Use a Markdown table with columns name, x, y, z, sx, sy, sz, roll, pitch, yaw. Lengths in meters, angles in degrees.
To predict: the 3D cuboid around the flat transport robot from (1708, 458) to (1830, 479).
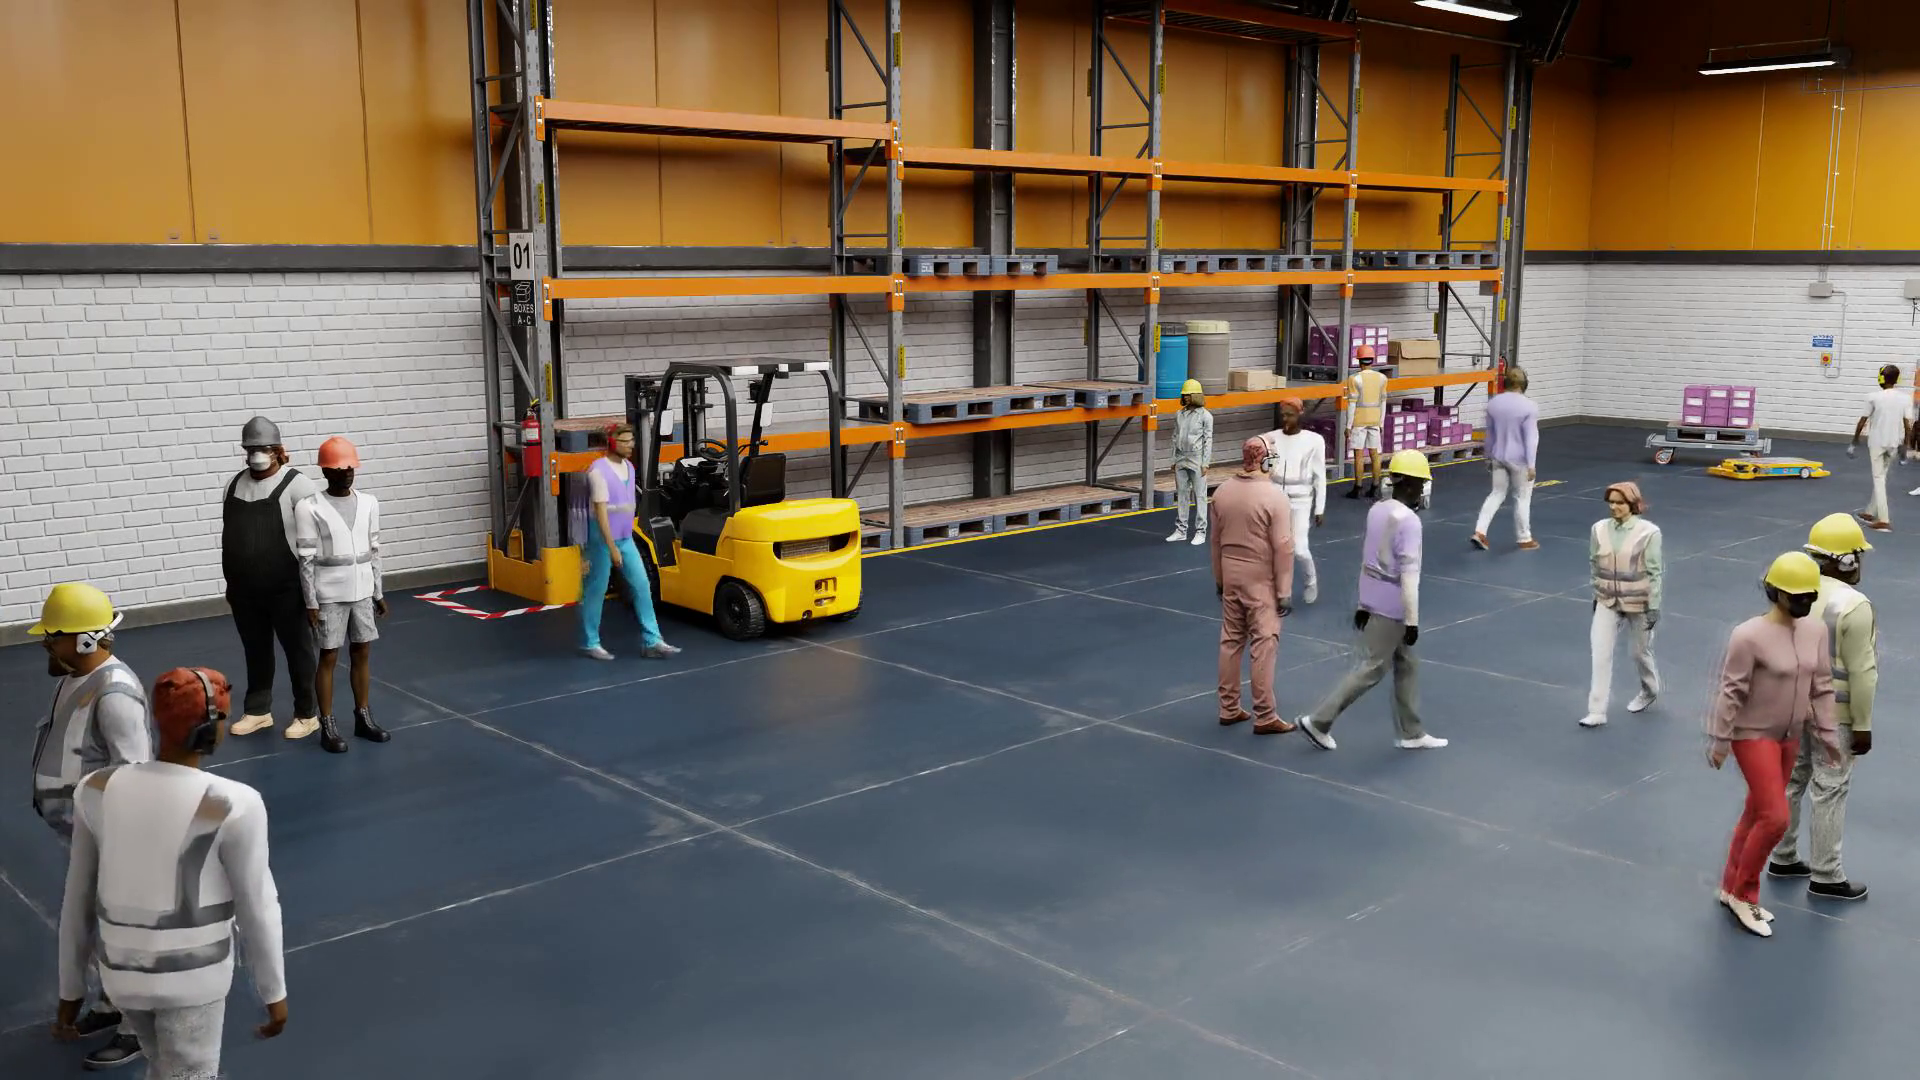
| name | x | y | z | sx | sy | sz | roll | pitch | yaw |
| --- | --- | --- | --- | --- | --- | --- | --- | --- | --- |
| flat transport robot | 11.132 | -0.995 | 22.878 | 1.431 | 0.197 | 0.652 | -2 | 10 | -13 |

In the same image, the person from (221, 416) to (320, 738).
| name | x | y | z | sx | sy | sz | roll | pitch | yaw |
| --- | --- | --- | --- | --- | --- | --- | --- | --- | --- |
| person | -4.370 | 0.240 | 10.471 | 0.688 | 2.000 | 0.539 | 2 | 10 | 13 |

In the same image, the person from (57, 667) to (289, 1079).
| name | x | y | z | sx | sy | sz | roll | pitch | yaw |
| --- | --- | --- | --- | --- | --- | --- | --- | --- | --- |
| person | -2.294 | 1.298 | 4.852 | 0.622 | 1.843 | 0.521 | 2 | 10 | 11 |

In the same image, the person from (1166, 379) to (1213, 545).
| name | x | y | z | sx | sy | sz | roll | pitch | yaw |
| --- | --- | --- | --- | --- | --- | --- | --- | --- | --- |
| person | 2.432 | -0.825 | 17.580 | 0.487 | 1.744 | 0.294 | 9 | 13 | 42 |

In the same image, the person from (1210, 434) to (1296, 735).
| name | x | y | z | sx | sy | sz | roll | pitch | yaw |
| --- | --- | --- | --- | --- | --- | --- | --- | --- | --- |
| person | 1.894 | 0.279 | 10.636 | 0.400 | 1.910 | 0.643 | -7 | 12 | -35 |

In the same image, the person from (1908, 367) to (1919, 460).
| name | x | y | z | sx | sy | sz | roll | pitch | yaw |
| --- | --- | --- | --- | --- | --- | --- | --- | --- | --- |
| person | 14.409 | -2.038 | 24.816 | 0.316 | 1.695 | 0.540 | 1 | 10 | 7 |

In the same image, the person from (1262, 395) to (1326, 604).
| name | x | y | z | sx | sy | sz | roll | pitch | yaw |
| --- | --- | --- | --- | --- | --- | --- | --- | --- | --- |
| person | 2.823 | -0.299 | 14.124 | 0.580 | 1.873 | 0.516 | 6 | 11 | 31 |

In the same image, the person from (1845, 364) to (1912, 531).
| name | x | y | z | sx | sy | sz | roll | pitch | yaw |
| --- | --- | --- | --- | --- | --- | --- | --- | --- | --- |
| person | 10.252 | -1.042 | 18.612 | 0.537 | 1.831 | 0.907 | 0 | 10 | -2 |

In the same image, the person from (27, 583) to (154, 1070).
| name | x | y | z | sx | sy | sz | roll | pitch | yaw |
| --- | --- | --- | --- | --- | --- | --- | --- | --- | --- |
| person | -3.258 | 1.061 | 6.277 | 0.404 | 1.831 | 0.600 | -9 | 13 | -42 |

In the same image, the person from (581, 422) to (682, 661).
| name | x | y | z | sx | sy | sz | roll | pitch | yaw |
| --- | --- | --- | --- | --- | --- | --- | --- | --- | --- |
| person | -2.485 | 0.029 | 12.383 | 0.880 | 1.808 | 0.576 | 4 | 10 | 22 |

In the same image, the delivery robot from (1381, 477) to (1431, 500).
| name | x | y | z | sx | sy | sz | roll | pitch | yaw |
| --- | --- | --- | --- | --- | --- | --- | --- | --- | --- |
| delivery robot | 5.319 | -0.660 | 19.813 | 0.477 | 0.478 | 0.707 | 8 | 13 | 41 |

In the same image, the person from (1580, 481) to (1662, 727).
| name | x | y | z | sx | sy | sz | roll | pitch | yaw |
| --- | --- | --- | --- | --- | --- | --- | --- | --- | --- |
| person | 4.353 | 0.403 | 10.820 | 0.775 | 1.604 | 0.532 | -8 | 13 | -40 |

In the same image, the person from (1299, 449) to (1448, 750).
| name | x | y | z | sx | sy | sz | roll | pitch | yaw |
| --- | --- | --- | --- | --- | --- | --- | --- | --- | --- |
| person | 2.540 | 0.384 | 10.127 | 0.903 | 1.883 | 0.616 | -1 | 10 | -4 |

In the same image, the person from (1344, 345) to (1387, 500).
| name | x | y | z | sx | sy | sz | roll | pitch | yaw |
| --- | --- | --- | --- | --- | --- | --- | --- | --- | --- |
| person | 5.053 | -1.472 | 20.806 | 0.548 | 1.934 | 0.375 | -3 | 10 | -16 |

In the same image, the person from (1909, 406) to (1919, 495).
| name | x | y | z | sx | sy | sz | roll | pitch | yaw |
| --- | --- | --- | --- | --- | --- | --- | --- | --- | --- |
| person | 12.364 | -1.490 | 20.952 | 0.392 | 1.922 | 0.593 | -5 | 11 | -25 |

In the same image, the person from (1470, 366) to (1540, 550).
| name | x | y | z | sx | sy | sz | roll | pitch | yaw |
| --- | --- | --- | --- | --- | --- | --- | --- | --- | --- |
| person | 5.647 | -0.822 | 17.076 | 0.708 | 1.933 | 0.644 | -6 | 11 | -32 |

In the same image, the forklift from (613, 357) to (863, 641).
| name | x | y | z | sx | sy | sz | roll | pitch | yaw |
| --- | --- | --- | --- | --- | --- | --- | --- | --- | --- |
| forklift | -1.847 | -0.414 | 13.852 | 1.214 | 2.155 | 2.313 | -9 | 13 | -42 |

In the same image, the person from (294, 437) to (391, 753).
| name | x | y | z | sx | sy | sz | roll | pitch | yaw |
| --- | --- | --- | --- | --- | --- | --- | --- | --- | --- |
| person | -3.790 | 0.328 | 10.261 | 0.357 | 1.938 | 0.543 | 8 | 12 | 39 |

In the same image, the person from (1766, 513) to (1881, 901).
| name | x | y | z | sx | sy | sz | roll | pitch | yaw |
| --- | --- | --- | --- | --- | --- | --- | --- | --- | --- |
| person | 4.109 | 0.783 | 7.895 | 0.404 | 1.836 | 0.590 | -2 | 10 | -14 |

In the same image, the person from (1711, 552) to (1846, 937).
| name | x | y | z | sx | sy | sz | roll | pitch | yaw |
| --- | --- | --- | --- | --- | --- | --- | --- | --- | --- |
| person | 3.673 | 0.904 | 7.466 | 0.520 | 1.738 | 0.539 | -4 | 11 | -25 |
